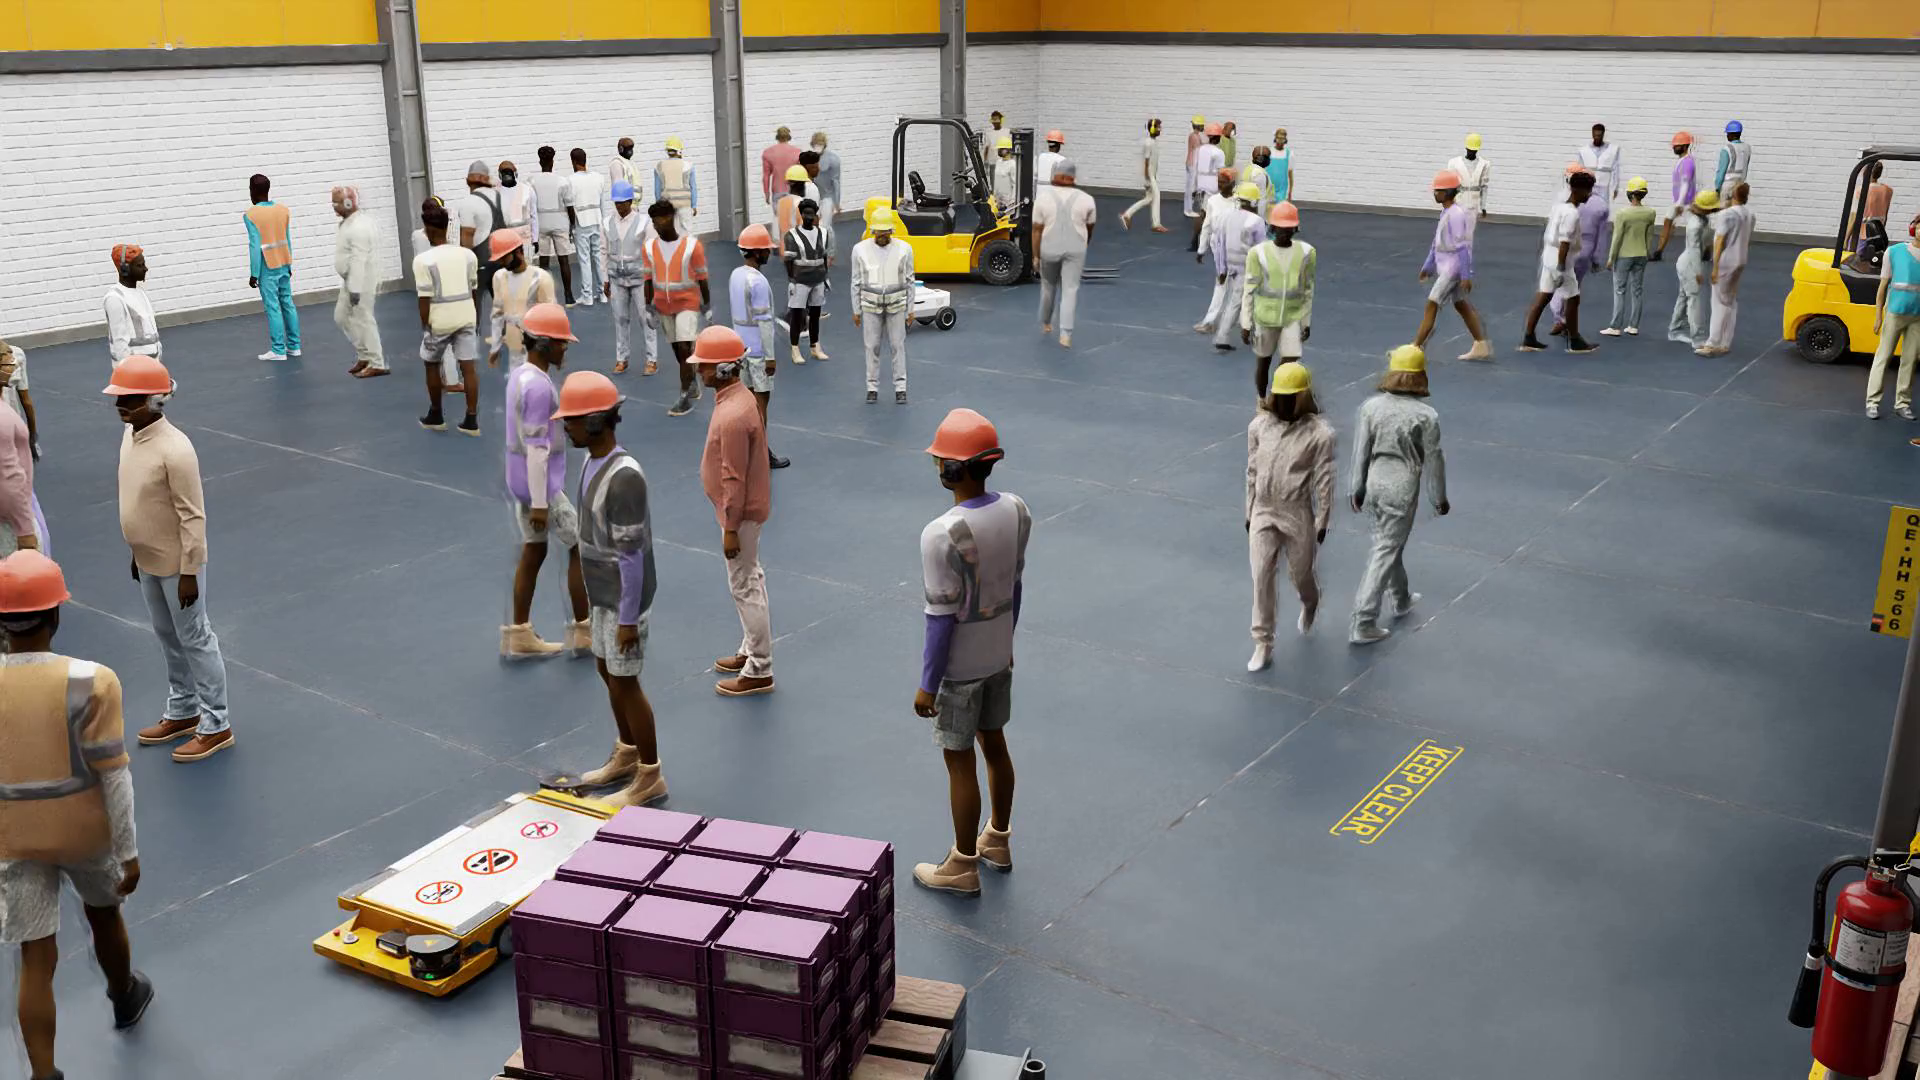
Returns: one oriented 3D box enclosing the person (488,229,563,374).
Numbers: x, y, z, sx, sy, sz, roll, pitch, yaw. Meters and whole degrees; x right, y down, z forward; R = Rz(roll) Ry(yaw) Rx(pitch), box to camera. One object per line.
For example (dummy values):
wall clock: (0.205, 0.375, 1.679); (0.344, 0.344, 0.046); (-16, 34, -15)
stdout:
person: (-3.486, -1.543, 13.295); (0.589, 1.901, 0.426); (9, 20, 26)

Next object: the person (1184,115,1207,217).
person: (4.152, -6.591, 29.333); (0.337, 1.757, 0.519); (-3, 18, -8)

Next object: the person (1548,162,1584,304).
person: (7.505, -3.776, 20.531); (0.559, 1.751, 0.326); (-8, 19, -23)

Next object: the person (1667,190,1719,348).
person: (8.020, -2.954, 18.043); (0.481, 1.714, 0.499); (8, 19, 23)

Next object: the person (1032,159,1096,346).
person: (1.136, -3.207, 18.288); (0.686, 2.000, 1.056); (1, 18, 4)

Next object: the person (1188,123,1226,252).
person: (3.846, -5.344, 25.222); (0.994, 1.880, 0.565); (-13, 22, -35)

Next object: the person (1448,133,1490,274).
person: (6.987, -4.636, 22.956); (0.585, 1.917, 0.390); (1, 18, 3)

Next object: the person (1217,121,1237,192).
person: (4.743, -6.717, 29.949); (0.528, 1.613, 0.513); (-14, 23, -38)

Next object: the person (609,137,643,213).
person: (-4.644, -4.693, 23.265); (0.430, 1.841, 0.624); (3, 18, 9)

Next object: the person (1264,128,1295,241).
person: (4.767, -5.302, 25.176); (0.548, 1.832, 0.464); (1, 18, 2)

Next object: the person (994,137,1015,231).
person: (0.651, -4.968, 24.239); (0.315, 1.769, 0.523); (-11, 21, -31)

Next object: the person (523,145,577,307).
person: (-4.997, -3.818, 20.319); (0.617, 1.964, 0.361); (-3, 18, -10)

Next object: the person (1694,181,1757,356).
person: (8.071, -2.852, 17.571); (0.712, 1.810, 0.384); (-9, 20, -27)

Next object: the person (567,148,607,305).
person: (-4.619, -3.873, 20.579); (0.390, 1.914, 0.587); (14, 23, 38)

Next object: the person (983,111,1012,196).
person: (0.665, -6.569, 29.108); (0.545, 1.852, 0.450); (5, 18, 14)

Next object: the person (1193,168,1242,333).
person: (3.008, -3.304, 18.937); (0.991, 1.833, 0.605); (-15, 23, -40)

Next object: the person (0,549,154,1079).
person: (-3.009, 0.968, 5.503); (0.561, 1.888, 1.012); (-5, 18, -14)

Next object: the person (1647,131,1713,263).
person: (10.463, -4.911, 23.933); (0.979, 1.890, 0.567); (1, 18, 3)

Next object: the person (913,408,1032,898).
person: (0.023, 0.469, 6.787); (0.378, 2.044, 0.607); (12, 21, 34)

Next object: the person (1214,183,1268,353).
person: (3.078, -2.900, 17.753); (0.943, 1.783, 0.595); (-9, 20, -26)

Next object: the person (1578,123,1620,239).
person: (9.731, -5.396, 25.386); (0.643, 1.889, 0.754); (9, 20, 25)

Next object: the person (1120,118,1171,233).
person: (3.068, -5.972, 27.264); (0.801, 1.846, 0.519); (4, 18, 13)

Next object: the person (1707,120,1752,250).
person: (11.636, -5.349, 25.157); (0.604, 1.939, 0.416); (-9, 20, -25)

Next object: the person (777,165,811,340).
person: (-1.779, -3.144, 18.289); (0.545, 1.913, 0.646); (-12, 21, -33)

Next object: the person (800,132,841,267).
person: (-1.934, -4.776, 23.420); (0.707, 1.904, 0.531); (10, 20, 28)

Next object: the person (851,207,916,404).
person: (-0.708, -2.160, 15.378); (0.596, 1.820, 0.403); (-1, 18, -4)

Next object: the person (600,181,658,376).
person: (-3.287, -2.595, 16.547); (0.604, 1.938, 0.427); (4, 18, 12)

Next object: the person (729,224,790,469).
person: (-1.605, -1.529, 13.206); (0.358, 1.938, 0.548); (-11, 21, -31)

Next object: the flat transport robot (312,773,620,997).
flat transport robot: (-1.871, 1.368, 6.838); (0.652, 0.197, 1.431); (9, 20, 26)

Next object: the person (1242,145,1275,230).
person: (3.911, -4.244, 21.855); (0.429, 1.841, 0.634); (-2, 18, -7)
